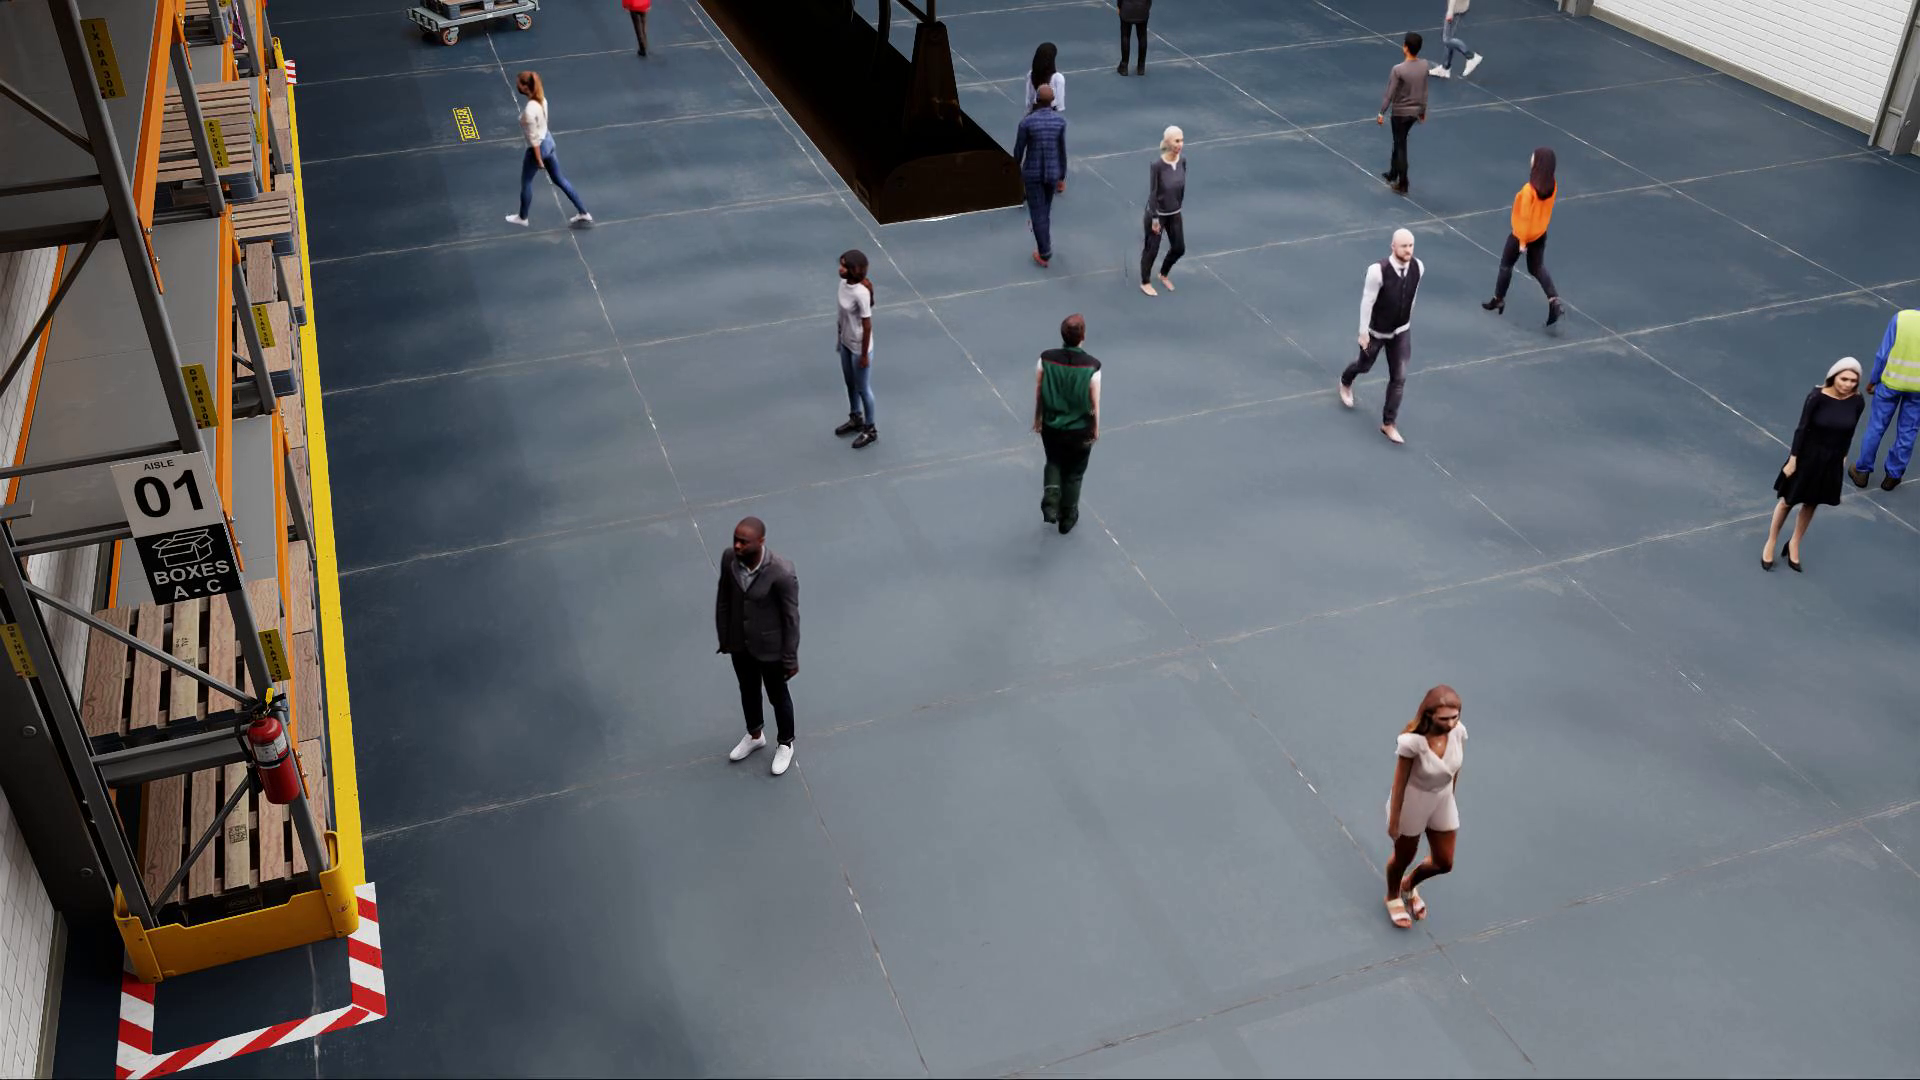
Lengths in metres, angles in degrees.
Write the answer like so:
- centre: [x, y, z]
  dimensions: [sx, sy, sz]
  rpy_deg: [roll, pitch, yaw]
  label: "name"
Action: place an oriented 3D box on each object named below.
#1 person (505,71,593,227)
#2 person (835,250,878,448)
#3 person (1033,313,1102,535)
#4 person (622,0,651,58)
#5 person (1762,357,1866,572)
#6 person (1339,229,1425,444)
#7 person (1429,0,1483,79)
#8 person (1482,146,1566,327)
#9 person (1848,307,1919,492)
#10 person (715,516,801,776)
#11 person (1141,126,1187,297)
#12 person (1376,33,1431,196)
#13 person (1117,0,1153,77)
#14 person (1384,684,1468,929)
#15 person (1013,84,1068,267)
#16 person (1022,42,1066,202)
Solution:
- centre: [-4.308, -4.066, 17.473]
  dimensions: [1.083, 1.677, 1.168]
  rpy_deg: [7, 34, 10]
  label: "person"
- centre: [-0.852, -1.591, 13.713]
  dimensions: [0.677, 1.719, 0.517]
  rpy_deg: [-18, 38, -25]
  label: "person"
- centre: [0.779, -0.826, 12.457]
  dimensions: [0.820, 1.835, 0.875]
  rpy_deg: [10, 35, 15]
  label: "person"
- centre: [-4.349, -7.209, 22.577]
  dimensions: [0.582, 1.262, 0.793]
  rpy_deg: [-18, 38, -25]
  label: "person"
- centre: [6.235, -0.547, 12.117]
  dimensions: [0.688, 1.747, 0.698]
  rpy_deg: [3, 34, 4]
  label: "person"
- centre: [3.518, -1.775, 13.928]
  dimensions: [0.702, 1.786, 1.194]
  rpy_deg: [-9, 35, -14]
  label: "person"
- centre: [6.526, -6.882, 21.561]
  dimensions: [1.039, 1.842, 1.006]
  rpy_deg: [11, 35, 16]
  label: "person"
- centre: [5.400, -2.808, 15.544]
  dimensions: [0.823, 1.718, 1.157]
  rpy_deg: [-22, 39, -29]
  label: "person"
- centre: [7.441, -1.237, 13.095]
  dimensions: [0.750, 1.812, 0.811]
  rpy_deg: [15, 36, 21]
  label: "person"
- centre: [-1.231, 0.630, 10.281]
  dimensions: [0.790, 1.817, 0.860]
  rpy_deg: [16, 37, 22]
  label: "person"
- centre: [1.927, -3.227, 16.181]
  dimensions: [0.633, 1.711, 0.639]
  rpy_deg: [-15, 36, -21]
  label: "person"
- centre: [4.945, -4.650, 18.285]
  dimensions: [0.713, 1.751, 0.790]
  rpy_deg: [-13, 36, -19]
  label: "person"
- centre: [2.290, -6.991, 21.784]
  dimensions: [0.689, 1.777, 0.670]
  rpy_deg: [-2, 34, -3]
  label: "person"
- centre: [2.521, 1.424, 9.212]
  dimensions: [0.601, 1.680, 0.607]
  rpy_deg: [-9, 35, -13]
  label: "person"
- centre: [0.852, -3.635, 16.731]
  dimensions: [0.642, 1.782, 1.028]
  rpy_deg: [-12, 35, -17]
  label: "person"
- centre: [0.876, -4.519, 18.124]
  dimensions: [1.129, 1.711, 1.161]
  rpy_deg: [16, 37, 23]
  label: "person"
